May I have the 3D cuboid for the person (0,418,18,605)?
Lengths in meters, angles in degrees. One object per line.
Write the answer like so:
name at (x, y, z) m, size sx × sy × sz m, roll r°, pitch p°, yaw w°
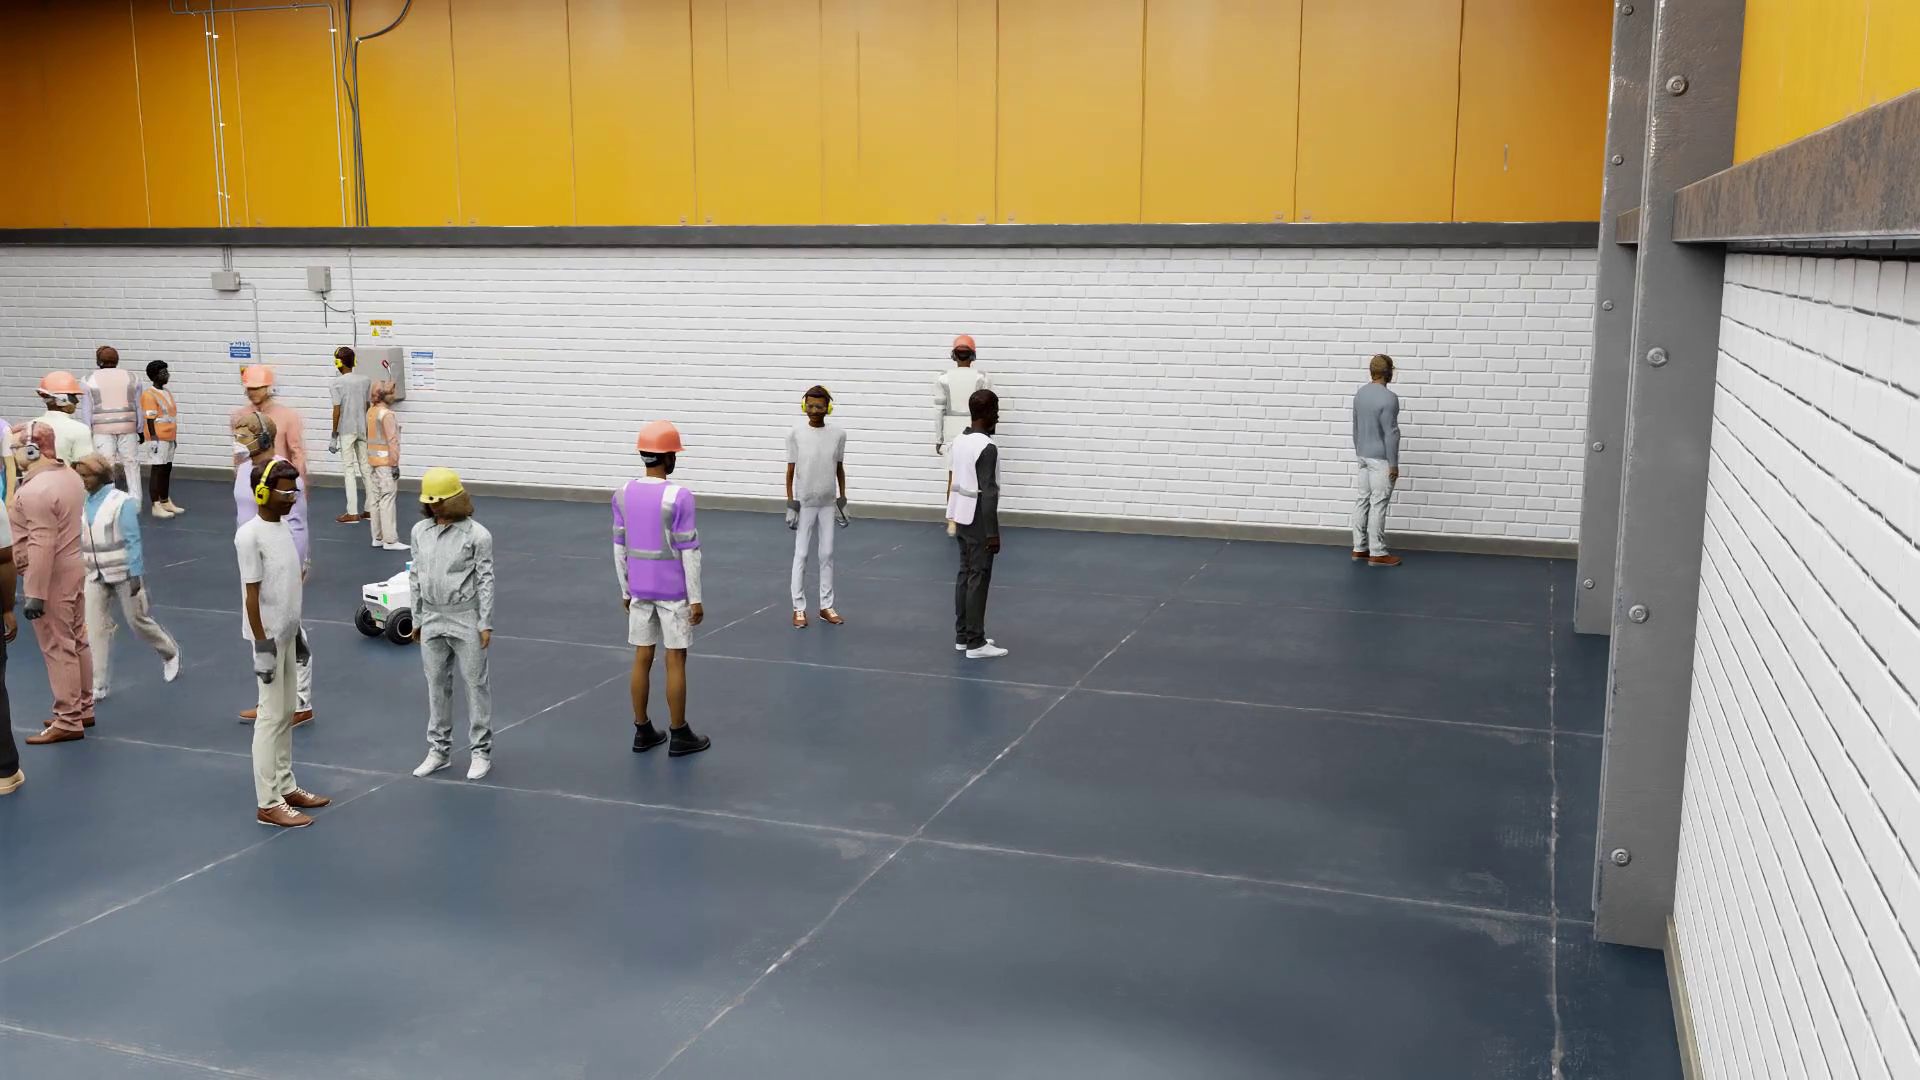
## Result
person at (-7.858, -0.358, 13.380) m, size 0.563 × 1.847 × 0.389 m, roll 1°, pitch 10°, yaw 4°

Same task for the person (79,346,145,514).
person at (-9.162, -1.180, 18.018) m, size 0.633 × 1.846 × 0.429 m, roll -8°, pitch 13°, yaw -37°

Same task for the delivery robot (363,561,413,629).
delivery robot at (-4.086, 0.404, 12.466) m, size 0.477 × 0.478 × 0.707 m, roll 8°, pitch 13°, yaw 40°

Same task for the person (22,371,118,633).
person at (-6.687, -0.265, 12.448) m, size 0.614 × 1.990 × 0.392 m, roll 3°, pitch 10°, yaw 16°

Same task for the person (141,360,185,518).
person at (-8.600, -1.090, 17.924) m, size 0.317 × 1.695 × 0.540 m, roll 0°, pitch 10°, yaw -3°

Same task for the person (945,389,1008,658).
person at (0.113, -0.118, 11.857) m, size 0.397 × 1.911 × 0.587 m, roll -4°, pitch 11°, yaw -21°

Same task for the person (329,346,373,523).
person at (-6.433, -1.109, 17.570) m, size 0.329 × 1.865 × 0.511 m, roll 7°, pitch 12°, yaw 33°

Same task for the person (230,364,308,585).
person at (-5.761, -0.501, 13.916) m, size 0.626 × 1.951 × 1.003 m, roll 0°, pitch 10°, yaw -2°

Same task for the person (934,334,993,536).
person at (0.046, -1.046, 16.709) m, size 0.604 × 2.042 × 0.381 m, roll 1°, pitch 10°, yaw 6°

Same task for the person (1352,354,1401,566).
person at (3.825, -0.733, 15.236) m, size 0.364 × 1.939 × 0.636 m, roll -3°, pitch 11°, yaw -18°

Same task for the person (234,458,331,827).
person at (-3.448, 0.511, 8.444) m, size 0.328 × 1.865 × 0.517 m, roll 0°, pitch 10°, yaw -3°

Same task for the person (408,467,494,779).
person at (-2.794, 0.456, 9.114) m, size 0.483 × 1.735 × 0.316 m, roll 2°, pitch 10°, yaw 12°

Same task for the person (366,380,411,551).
person at (-5.528, -0.715, 15.985) m, size 0.314 × 1.636 × 0.517 m, roll -9°, pitch 13°, yaw -40°

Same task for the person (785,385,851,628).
person at (-1.091, -0.262, 12.798) m, size 0.521 × 1.864 × 0.334 m, roll -4°, pitch 11°, yaw -23°

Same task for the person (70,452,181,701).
person at (-5.472, 0.214, 10.830) m, size 0.554 × 1.610 × 0.788 m, roll 2°, pitch 10°, yaw 14°

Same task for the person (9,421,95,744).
person at (-5.386, 0.245, 9.827) m, size 0.409 × 1.907 × 0.638 m, roll -2°, pitch 10°, yaw -12°

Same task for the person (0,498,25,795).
person at (-5.345, 0.364, 8.769) m, size 0.682 × 2.000 × 0.537 m, roll -5°, pitch 11°, yaw -28°

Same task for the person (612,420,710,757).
person at (-1.707, 0.278, 9.545) m, size 0.551 × 1.936 × 0.356 m, roll 5°, pitch 11°, yaw 25°

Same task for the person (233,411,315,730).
person at (-4.171, 0.186, 10.056) m, size 0.636 × 1.938 × 0.358 m, roll 8°, pitch 13°, yaw 39°
